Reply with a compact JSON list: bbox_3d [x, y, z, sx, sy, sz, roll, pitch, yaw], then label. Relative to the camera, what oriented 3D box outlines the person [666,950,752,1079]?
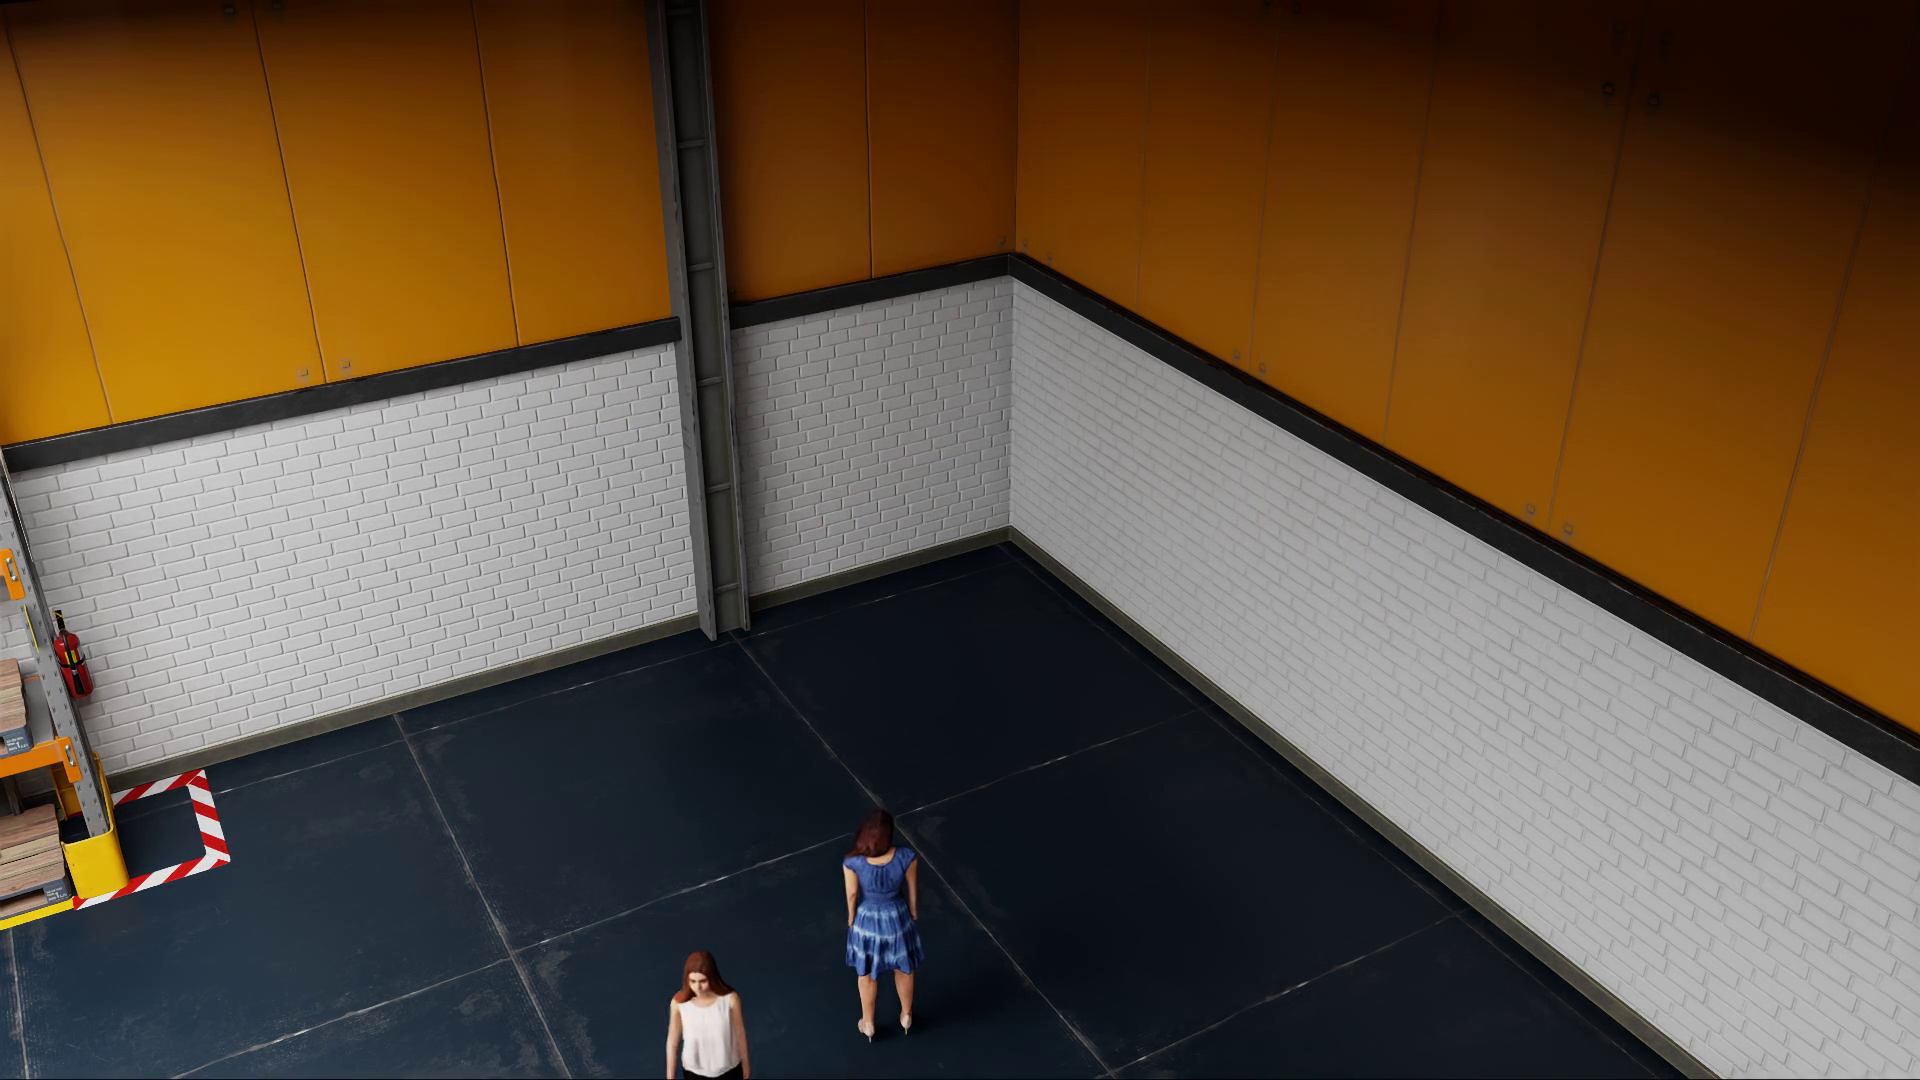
[{"bbox_3d":[-1.430,2.984,9.637,1.015,1.690,0.973,1,29,2],"label":"person"}]

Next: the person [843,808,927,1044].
[{"bbox_3d":[-0.490,2.435,10.522,0.612,1.808,0.789,-6,29,-11],"label":"person"}]
